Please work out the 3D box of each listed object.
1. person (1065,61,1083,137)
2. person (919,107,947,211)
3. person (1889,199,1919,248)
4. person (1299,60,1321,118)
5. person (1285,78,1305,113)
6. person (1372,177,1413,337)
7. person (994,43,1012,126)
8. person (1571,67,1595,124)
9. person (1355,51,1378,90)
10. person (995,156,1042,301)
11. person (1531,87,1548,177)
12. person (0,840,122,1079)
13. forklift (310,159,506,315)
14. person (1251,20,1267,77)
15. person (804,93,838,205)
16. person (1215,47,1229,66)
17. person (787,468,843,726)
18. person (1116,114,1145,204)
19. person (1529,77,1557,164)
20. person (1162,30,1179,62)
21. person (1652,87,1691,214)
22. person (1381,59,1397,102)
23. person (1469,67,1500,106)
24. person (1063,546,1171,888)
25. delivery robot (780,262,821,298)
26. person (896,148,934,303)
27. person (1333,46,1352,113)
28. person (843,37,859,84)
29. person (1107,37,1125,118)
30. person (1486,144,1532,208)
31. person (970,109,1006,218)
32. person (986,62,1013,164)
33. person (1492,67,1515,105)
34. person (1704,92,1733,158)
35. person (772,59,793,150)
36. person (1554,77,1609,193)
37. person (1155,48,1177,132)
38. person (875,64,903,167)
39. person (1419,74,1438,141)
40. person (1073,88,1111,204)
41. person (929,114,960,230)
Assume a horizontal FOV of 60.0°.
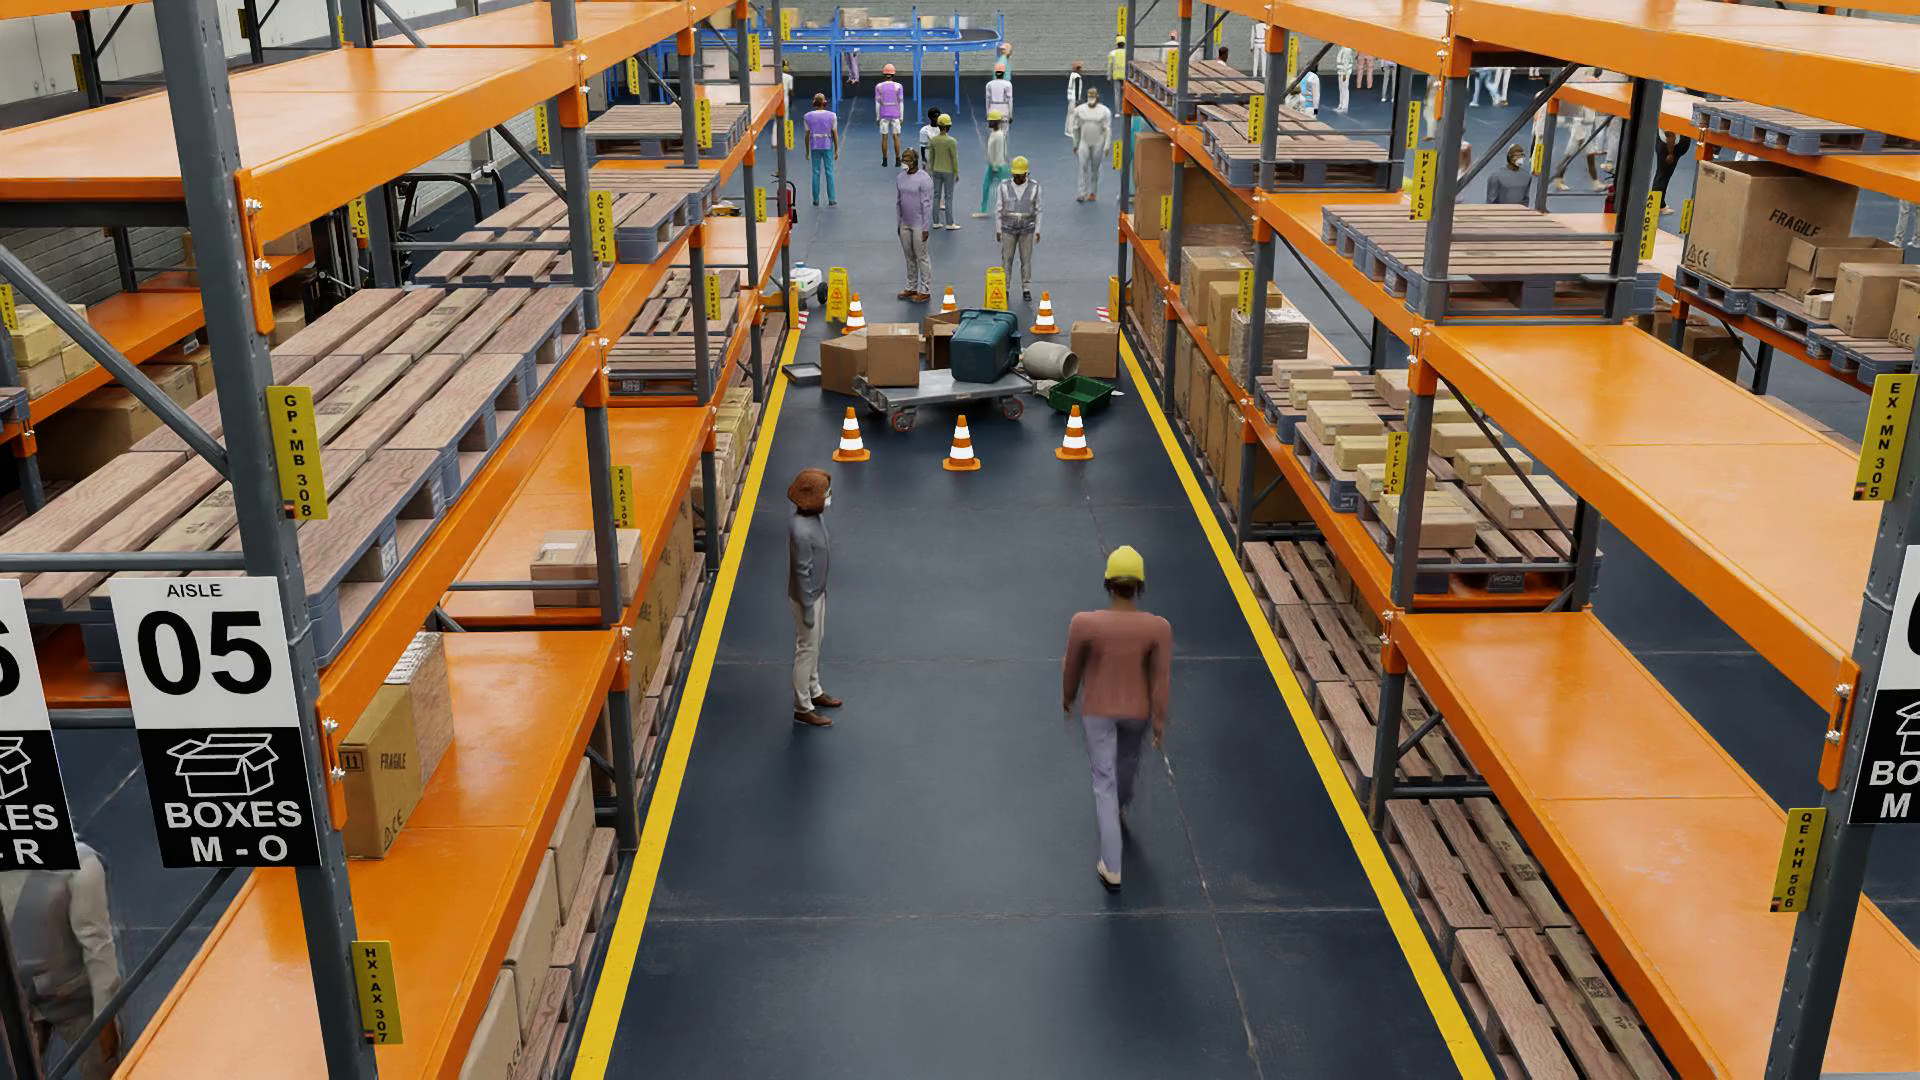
[{"bbox_3d":[2.523,-9.689,36.550,0.330,1.624,0.526,-3,21,-7],"label":"person"},{"bbox_3d":[-0.431,-6.284,27.453,0.530,1.689,0.322,-13,24,-31],"label":"person"},{"bbox_3d":[14.043,-5.180,24.474,0.486,1.738,0.320,1,21,2],"label":"person"},{"bbox_3d":[7.205,-8.960,34.318,0.429,1.839,0.633,-9,22,-22],"label":"person"},{"bbox_3d":[6.357,-7.936,31.773,0.386,1.732,0.495,-15,25,-34],"label":"person"},{"bbox_3d":[5.110,-3.289,19.334,0.404,1.834,0.591,-5,21,-13],"label":"person"},{"bbox_3d":[0.945,-9.998,36.928,0.391,1.951,0.768,2,21,4],"label":"person"},{"bbox_3d":[14.519,-10.489,38.660,0.508,1.626,0.288,-16,26,-36],"label":"person"},{"bbox_3d":[11.301,-13.482,46.179,0.652,1.904,0.402,9,23,23],"label":"person"},{"bbox_3d":[0.740,-3.944,21.084,0.588,1.822,0.403,0,21,0],"label":"person"},{"bbox_3d":[10.895,-7.635,31.101,0.282,1.633,0.499,9,23,24],"label":"person"},{"bbox_3d":[-3.338,1.698,6.019,0.614,1.919,0.732,-1,21,-3],"label":"person"},{"bbox_3d":[-5.622,-2.910,17.832,2.313,2.155,1.214,-1,21,-1],"label":"forklift"},{"bbox_3d":[8.835,-14.500,48.899,0.575,1.883,0.362,7,22,17],"label":"person"},{"bbox_3d":[-2.328,-6.554,27.943,0.564,1.850,0.390,0,21,0],"label":"person"},{"bbox_3d":[5.713,-9.925,36.779,0.400,1.907,0.599,-4,21,-11],"label":"person"},{"bbox_3d":[-0.894,0.337,10.045,0.288,1.626,0.508,2,21,5],"label":"person"},{"bbox_3d":[2.924,-6.598,28.116,0.523,1.801,0.633,-10,23,-25],"label":"person"},{"bbox_3d":[11.414,-8.176,32.462,0.320,1.687,0.539,-14,25,-33],"label":"person"},{"bbox_3d":[5.678,-12.752,44.506,0.572,1.724,0.793,8,22,21],"label":"person"},{"bbox_3d":[11.656,-6.386,27.233,0.537,2.000,0.689,5,21,13],"label":"person"},{"bbox_3d":[11.254,-12.403,43.311,0.586,1.919,0.401,8,22,20],"label":"person"},{"bbox_3d":[13.355,-11.936,42.126,0.592,1.891,0.820,-10,23,-24],"label":"person"},{"bbox_3d":[0.795,0.849,8.579,0.529,1.708,0.947,-2,21,-5],"label":"person"},{"bbox_3d":[-1.996,-3.229,20.826,0.477,0.478,0.707,5,21,14],"label":"delivery robot"},{"bbox_3d":[-0.579,-3.982,21.043,0.367,1.932,0.623,-19,28,-40],"label":"person"},{"bbox_3d":[9.409,-11.493,40.882,0.427,1.938,0.604,0,21,0],"label":"person"},{"bbox_3d":[-3.159,-14.070,47.744,0.403,1.900,0.641,-12,24,-29],"label":"person"},{"bbox_3d":[3.846,-11.174,40.080,0.610,1.897,0.726,0,21,0],"label":"person"},{"bbox_3d":[6.994,-4.077,21.273,0.631,1.940,0.369,-7,22,-17],"label":"person"},{"bbox_3d":[0.644,-6.058,26.798,0.873,1.732,0.530,-5,21,-13],"label":"person"},{"bbox_3d":[0.775,-8.369,32.635,0.543,1.929,0.387,7,22,17],"label":"person"},{"bbox_3d":[13.929,-12.103,42.565,0.573,1.883,0.354,-1,21,-2],"label":"person"},{"bbox_3d":[15.162,-8.631,33.336,0.596,1.918,0.385,1,21,2],"label":"person"},{"bbox_3d":[-3.728,-9.041,34.545,0.541,1.837,0.438,3,21,7],"label":"person"},{"bbox_3d":[10.976,-7.086,29.151,0.616,1.983,1.055,-12,24,-29],"label":"person"},{"bbox_3d":[4.429,-9.658,35.994,0.649,1.955,0.489,5,21,14],"label":"person"},{"bbox_3d":[-1.362,-8.218,32.218,0.544,1.939,0.372,1,21,4],"label":"person"},{"bbox_3d":[10.119,-9.516,35.778,0.383,1.849,0.531,12,24,30],"label":"person"},{"bbox_3d":[2.202,-6.641,28.099,0.661,1.897,0.958,5,21,12],"label":"person"},{"bbox_3d":[-0.241,-5.707,25.819,0.525,1.771,0.305,14,25,32],"label":"person"}]
